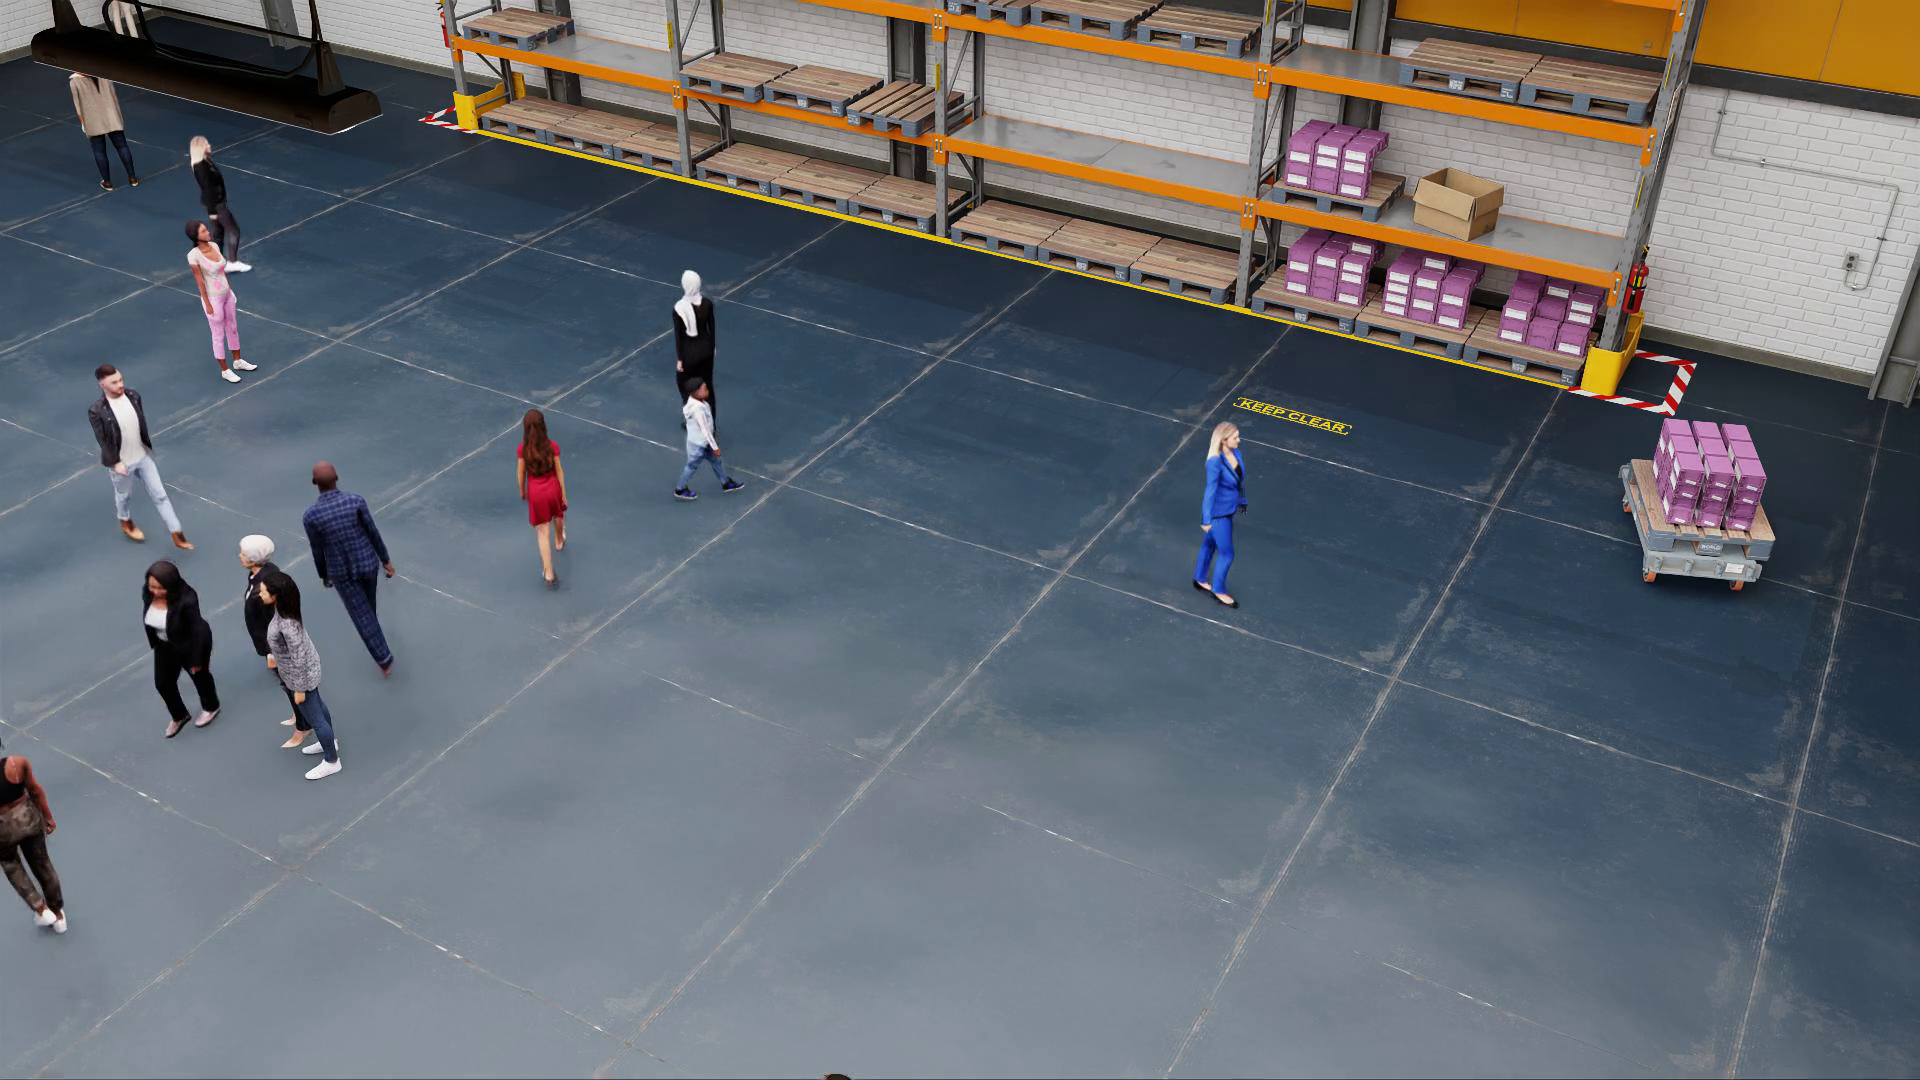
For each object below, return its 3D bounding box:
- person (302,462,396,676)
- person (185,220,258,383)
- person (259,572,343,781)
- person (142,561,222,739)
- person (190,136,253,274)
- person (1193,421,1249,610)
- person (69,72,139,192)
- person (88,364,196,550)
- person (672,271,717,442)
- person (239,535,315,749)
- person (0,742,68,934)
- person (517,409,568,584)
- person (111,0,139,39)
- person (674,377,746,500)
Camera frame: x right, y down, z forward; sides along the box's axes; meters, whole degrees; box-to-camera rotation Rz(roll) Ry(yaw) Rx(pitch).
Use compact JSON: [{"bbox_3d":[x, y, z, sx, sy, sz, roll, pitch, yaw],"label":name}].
[{"bbox_3d":[-4.753,0.279,13.100,1.047,1.745,1.302,-20,38,-27],"label":"person"},{"bbox_3d":[-7.727,-2.506,17.297,0.591,1.737,0.617,9,35,14],"label":"person"},{"bbox_3d":[-4.788,0.955,12.094,0.746,1.733,0.660,-12,36,-18],"label":"person"},{"bbox_3d":[-5.801,0.749,12.540,0.740,1.582,0.841,8,34,12],"label":"person"},{"bbox_3d":[-8.795,-3.870,19.408,0.823,1.673,0.748,-13,36,-19],"label":"person"},{"bbox_3d":[2.090,-0.260,13.962,0.686,1.689,0.636,17,37,24],"label":"person"},{"bbox_3d":[-11.217,-5.524,21.700,0.800,1.890,0.828,-19,38,-27],"label":"person"},{"bbox_3d":[-7.345,-0.726,14.567,1.166,1.796,0.721,21,39,28],"label":"person"},{"bbox_3d":[-2.504,-1.731,16.108,0.776,1.763,0.837,-21,39,-28],"label":"person"},{"bbox_3d":[-5.026,0.739,12.148,0.798,1.781,0.825,-10,35,-14],"label":"person"},{"bbox_3d":[-6.034,1.918,10.685,0.691,1.689,0.725,-26,42,-34],"label":"person"},{"bbox_3d":[-3.572,-0.357,14.267,1.016,1.513,1.065,-8,34,-12],"label":"person"},{"bbox_3d":[-13.632,-8.929,26.861,0.564,1.848,0.751,10,35,15],"label":"person"},{"bbox_3d":[-2.460,-0.912,15.359,0.929,1.229,0.792,-4,34,-6],"label":"person"}]
